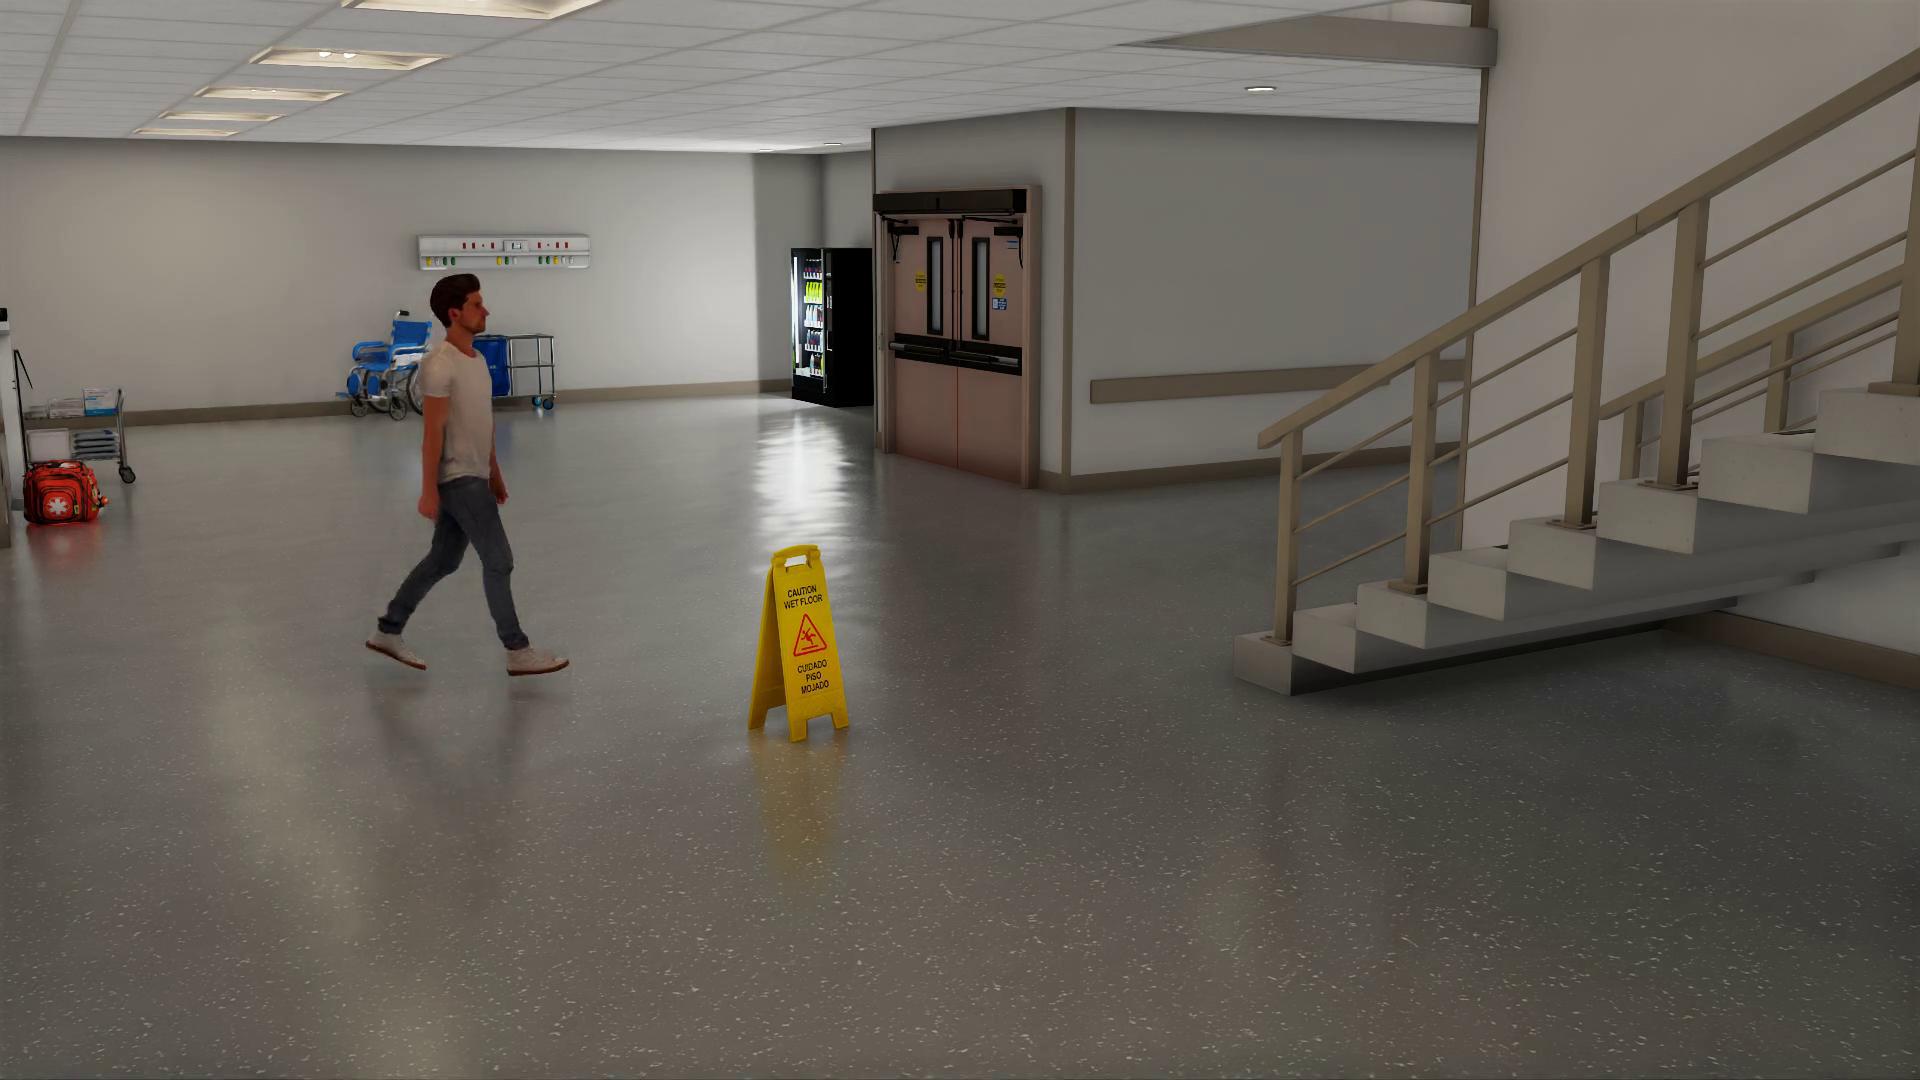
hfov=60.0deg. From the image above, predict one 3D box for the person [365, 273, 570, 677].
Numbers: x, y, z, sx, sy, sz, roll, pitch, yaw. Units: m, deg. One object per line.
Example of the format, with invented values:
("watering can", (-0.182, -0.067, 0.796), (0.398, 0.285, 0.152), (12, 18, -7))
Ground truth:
("person", (-2.395, -0.259, 7.678), (1.128, 1.859, 1.243), (0, 11, -1))
